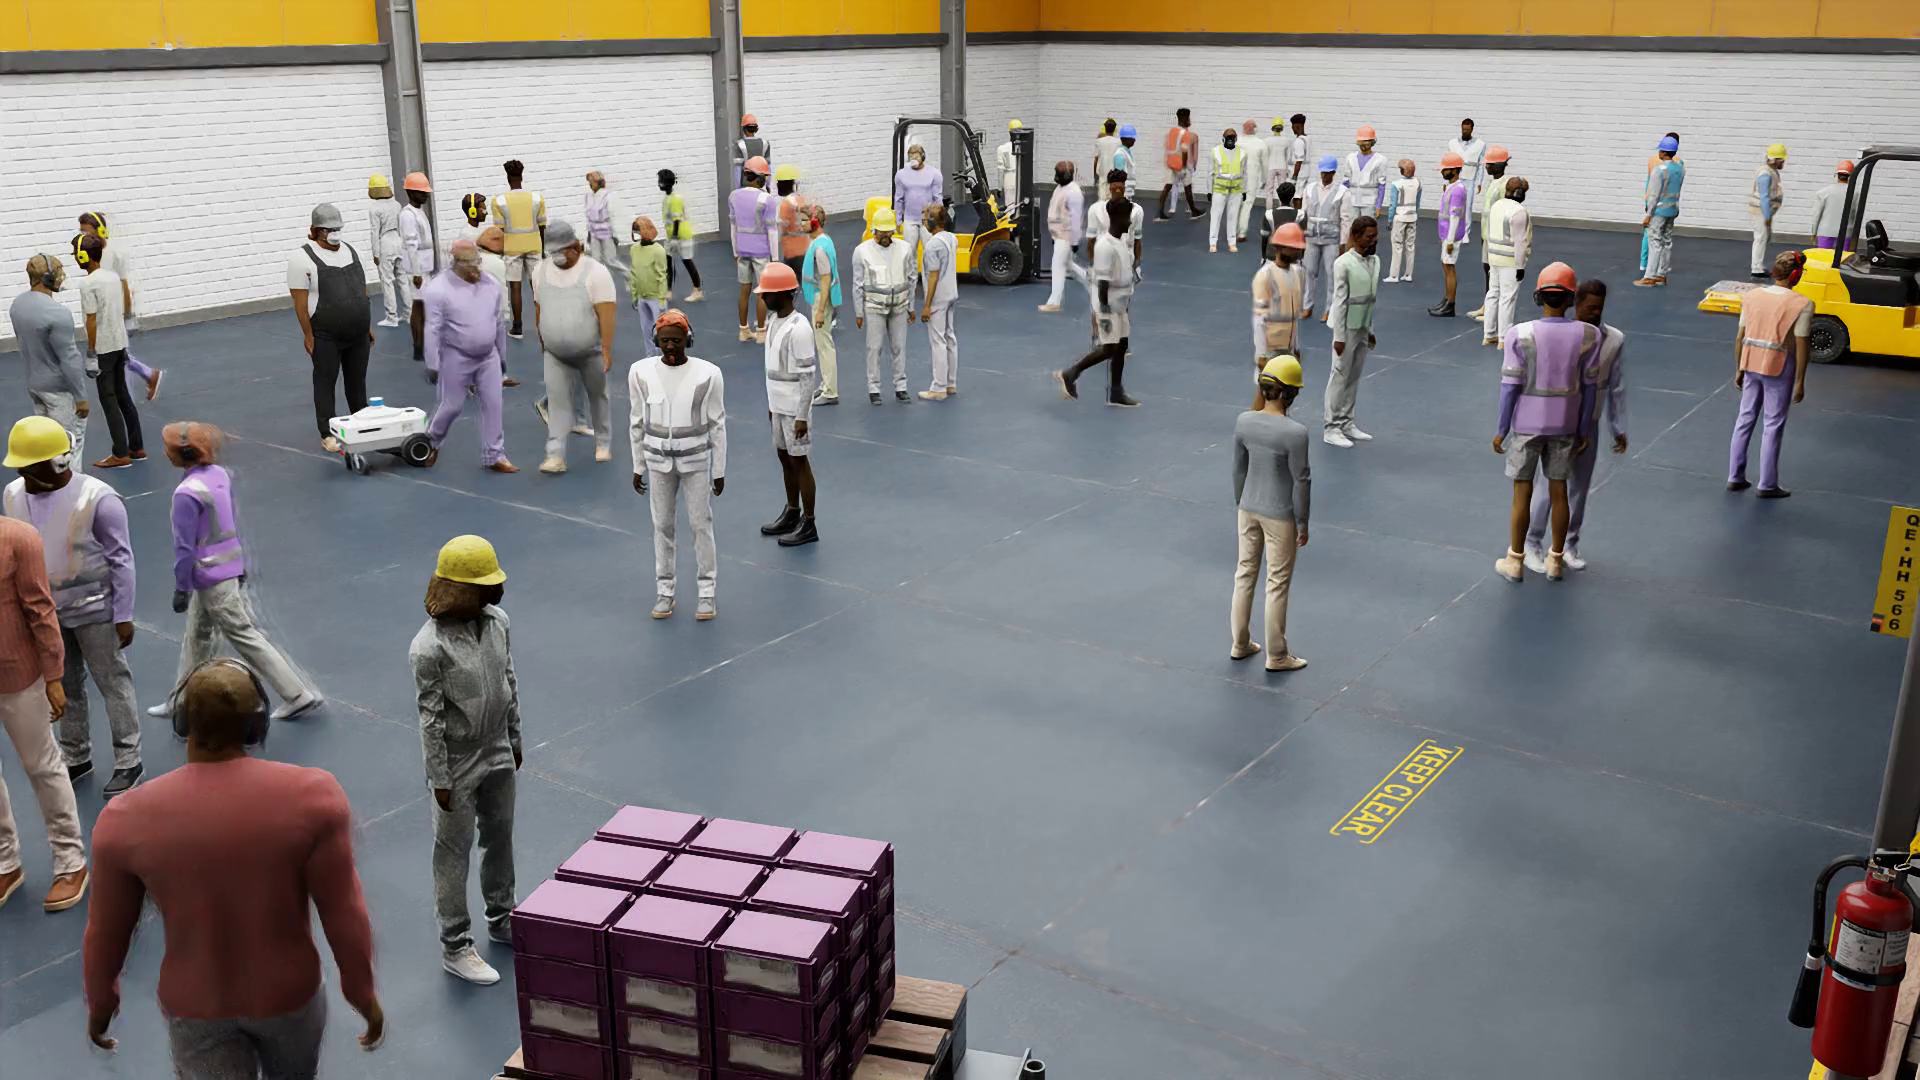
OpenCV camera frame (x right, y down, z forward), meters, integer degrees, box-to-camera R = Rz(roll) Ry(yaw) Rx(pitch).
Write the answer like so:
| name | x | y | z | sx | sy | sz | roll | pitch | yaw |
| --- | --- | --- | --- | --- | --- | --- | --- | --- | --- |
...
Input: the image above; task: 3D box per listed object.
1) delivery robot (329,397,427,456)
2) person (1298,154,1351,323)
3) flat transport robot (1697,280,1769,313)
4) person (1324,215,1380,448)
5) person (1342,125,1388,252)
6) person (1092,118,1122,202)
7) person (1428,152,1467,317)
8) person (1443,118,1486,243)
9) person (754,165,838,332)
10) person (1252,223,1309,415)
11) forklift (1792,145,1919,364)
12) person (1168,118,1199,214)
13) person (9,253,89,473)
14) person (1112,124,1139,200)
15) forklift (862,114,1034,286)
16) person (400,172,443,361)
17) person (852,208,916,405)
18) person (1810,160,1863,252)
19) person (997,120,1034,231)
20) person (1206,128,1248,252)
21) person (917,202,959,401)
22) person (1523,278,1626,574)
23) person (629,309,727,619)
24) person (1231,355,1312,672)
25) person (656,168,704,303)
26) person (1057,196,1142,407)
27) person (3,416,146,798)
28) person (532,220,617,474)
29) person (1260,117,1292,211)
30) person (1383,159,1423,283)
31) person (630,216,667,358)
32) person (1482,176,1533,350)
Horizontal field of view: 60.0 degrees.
| name | x | y | z | sx | sy | sz | roll | pitch | yaw |
| --- | --- | --- | --- | --- | --- | --- | --- | --- | --- |
| delivery robot | -4.655 | -0.899 | 13.318 | 0.707 | 0.478 | 0.477 | -12 | 22 | -34 |
| person | 4.239 | -3.515 | 19.424 | 0.599 | 1.940 | 0.414 | 12 | 22 | 34 |
| flat transport robot | 9.615 | -3.008 | 20.526 | 0.652 | 0.197 | 1.431 | 12 | 21 | 33 |
| person | 3.294 | -1.757 | 13.953 | 0.399 | 1.917 | 0.590 | 16 | 24 | 40 |
| person | 5.452 | -4.577 | 22.569 | 0.607 | 2.044 | 0.377 | 12 | 21 | 33 |
| person | 2.402 | -5.851 | 26.824 | 0.533 | 1.876 | 0.320 | 4 | 18 | 13 |
| person | 5.805 | -3.628 | 19.789 | 0.387 | 1.929 | 0.546 | 3 | 18 | 10 |
| person | 7.871 | -5.616 | 26.022 | 0.596 | 1.915 | 0.373 | 8 | 19 | 24 |
| person | -1.851 | -3.291 | 18.831 | 1.008 | 1.878 | 0.588 | 2 | 18 | 6 |
| person | 2.573 | -1.579 | 13.399 | 0.566 | 1.925 | 0.391 | -16 | 24 | -41 |
| forklift | 9.803 | -2.879 | 17.013 | 2.313 | 2.155 | 1.214 | 12 | 21 | 33 |
| person | 3.992 | -6.727 | 29.766 | 0.532 | 1.755 | 0.341 | -2 | 18 | -6 |
| person | -6.375 | -1.057 | 11.756 | 0.636 | 1.928 | 0.387 | 12 | 21 | 32 |
| person | 2.394 | -5.056 | 24.220 | 0.404 | 1.945 | 0.615 | 5 | 18 | 15 |
| forklift | -0.171 | -4.594 | 22.377 | 2.313 | 2.155 | 1.214 | 1 | 18 | 3 |
| person | -5.604 | -2.847 | 17.331 | 0.373 | 1.933 | 0.550 | -2 | 18 | -6 |
| person | -0.693 | -2.151 | 15.351 | 0.601 | 1.817 | 0.403 | -7 | 19 | -21 |
| person | 10.926 | -3.846 | 20.749 | 0.562 | 1.753 | 0.333 | 9 | 20 | 27 |
| person | 0.841 | -5.441 | 25.459 | 0.589 | 1.928 | 0.384 | -5 | 18 | -14 |
| person | 4.016 | -5.248 | 24.995 | 0.633 | 1.842 | 0.429 | -2 | 18 | -5 |
| person | -0.205 | -2.222 | 15.535 | 0.345 | 1.840 | 0.504 | 8 | 19 | 24 |
| person | 3.987 | -0.753 | 10.826 | 0.601 | 1.912 | 0.448 | -4 | 18 | -13 |
| person | -1.672 | -0.443 | 9.908 | 0.575 | 1.880 | 0.359 | 1 | 18 | 4 |
| person | 1.720 | -0.143 | 9.160 | 0.321 | 1.761 | 0.522 | -14 | 22 | -37 |
| person | -3.540 | -3.756 | 20.595 | 0.728 | 1.663 | 0.543 | -9 | 20 | -26 |
| person | 1.310 | -2.161 | 15.185 | 0.674 | 1.945 | 0.606 | 7 | 19 | 20 |
| person | -4.072 | 0.312 | 7.635 | 0.592 | 1.823 | 0.404 | 3 | 18 | 10 |
| person | -3.042 | -1.542 | 13.081 | 0.705 | 2.000 | 0.969 | 2 | 18 | 5 |
| person | 5.415 | -6.349 | 28.558 | 0.525 | 1.769 | 0.327 | -1 | 18 | -5 |
| person | 5.923 | -4.255 | 22.209 | 0.513 | 1.645 | 0.307 | -9 | 20 | -25 |
| person | -3.035 | -2.363 | 16.326 | 0.499 | 1.624 | 0.303 | 14 | 22 | 37 |
| person | 5.899 | -2.972 | 17.885 | 0.429 | 1.840 | 0.624 | -4 | 18 | -14 |
